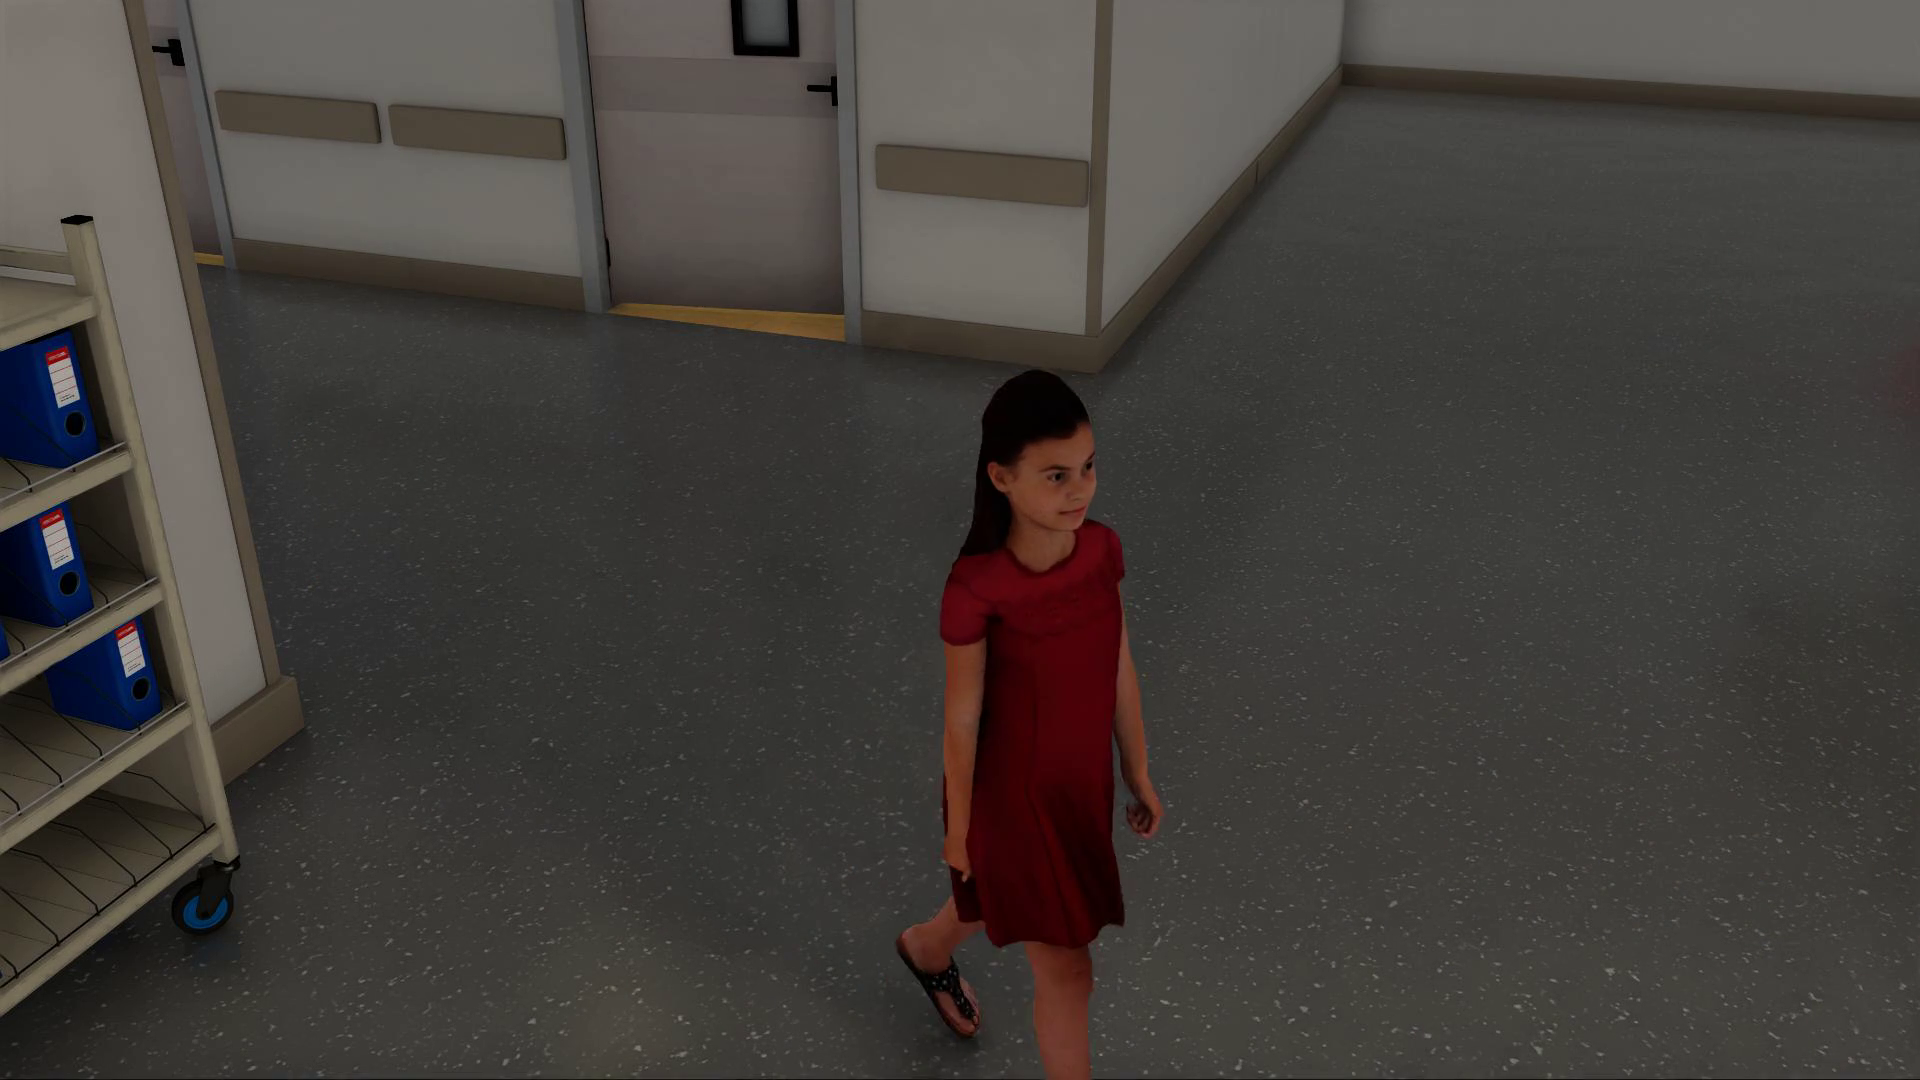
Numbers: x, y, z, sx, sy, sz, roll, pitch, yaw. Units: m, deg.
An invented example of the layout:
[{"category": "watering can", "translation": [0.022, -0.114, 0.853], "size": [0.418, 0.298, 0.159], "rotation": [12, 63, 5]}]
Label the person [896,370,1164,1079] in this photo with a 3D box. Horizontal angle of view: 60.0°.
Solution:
[{"category": "person", "translation": [0.091, 0.408, 3.022], "size": [1.038, 1.528, 0.916], "rotation": [-22, 33, -38]}]
